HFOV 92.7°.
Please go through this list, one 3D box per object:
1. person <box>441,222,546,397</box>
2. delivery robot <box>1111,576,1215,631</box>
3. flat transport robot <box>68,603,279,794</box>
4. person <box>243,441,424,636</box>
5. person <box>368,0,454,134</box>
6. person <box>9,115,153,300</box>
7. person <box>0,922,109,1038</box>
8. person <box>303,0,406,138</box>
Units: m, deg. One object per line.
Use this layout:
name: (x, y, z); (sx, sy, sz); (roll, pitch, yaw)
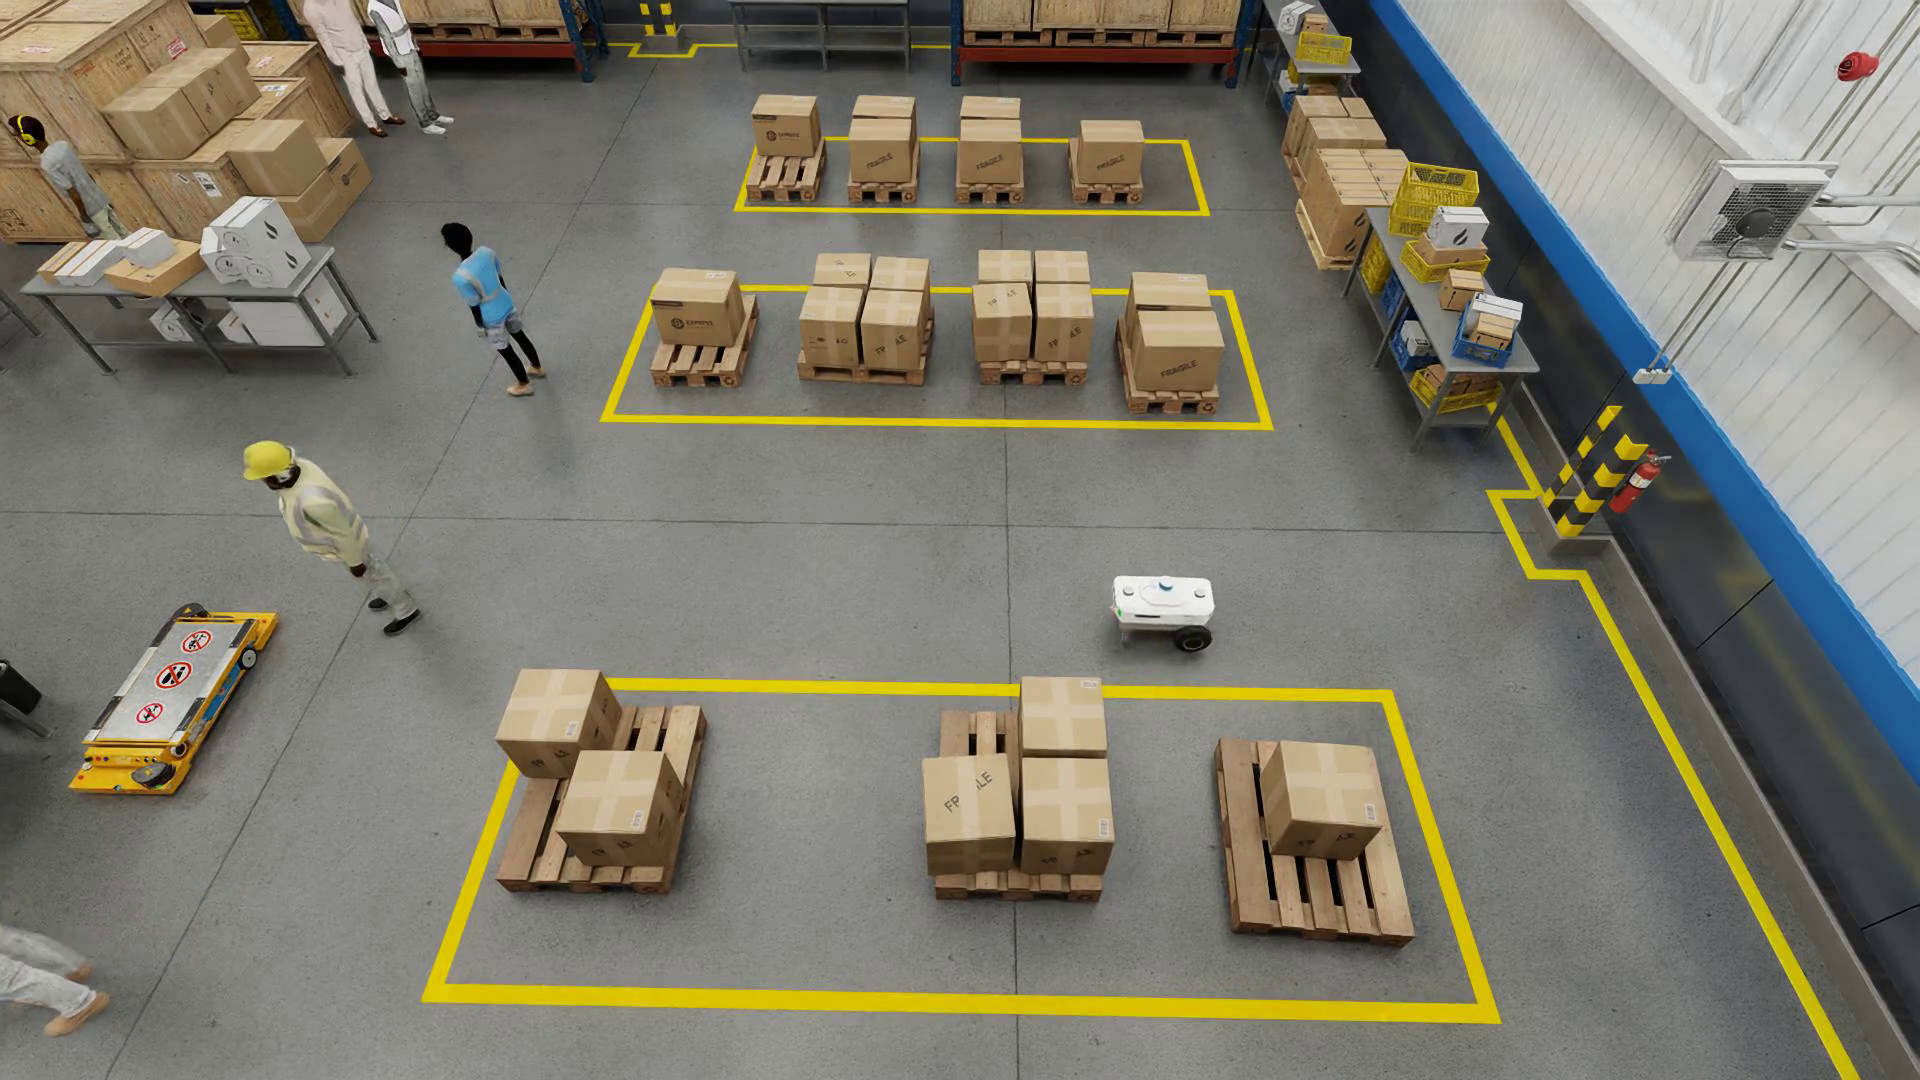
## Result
person: (-4.142, -2.028, 8.136); (0.317, 1.695, 0.540); (8, 50, 7)
delivery robot: (1.478, 0.447, 6.727); (0.707, 0.478, 0.477); (2, 50, 2)
flat transport robot: (-5.504, 1.072, 6.442); (0.652, 0.197, 1.431); (1, 50, 1)
person: (-4.310, -0.009, 6.343); (0.404, 1.827, 0.600); (-34, 58, -25)
person: (-6.940, -6.074, 11.426); (0.388, 1.911, 0.592); (-1, 50, -1)
person: (-8.587, -3.267, 9.072); (0.327, 1.874, 0.521); (-11, 51, -10)
person: (-5.100, 2.050, 4.594); (0.429, 1.839, 0.633); (-30, 56, -23)
person: (-7.575, -6.073, 11.424); (0.402, 1.909, 0.638); (13, 51, 11)
